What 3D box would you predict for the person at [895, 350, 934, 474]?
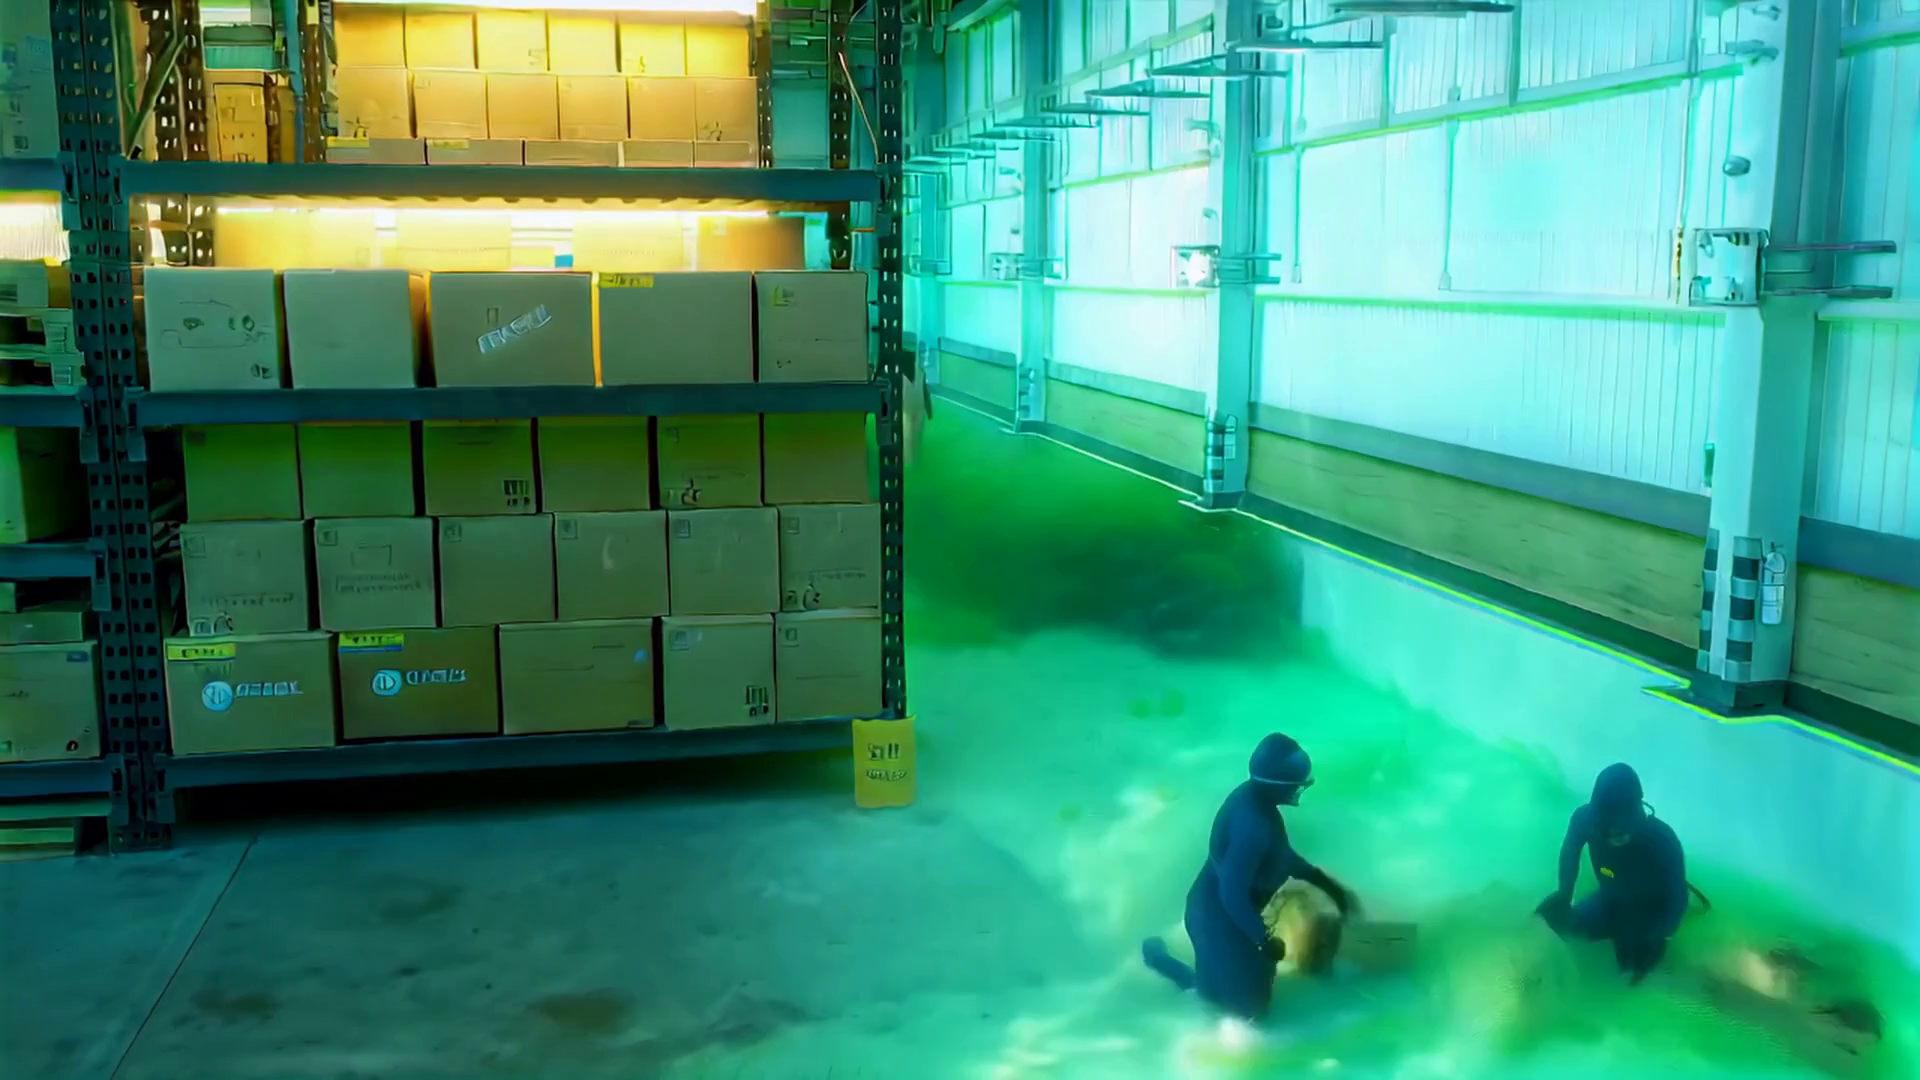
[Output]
[{"bbox_3d":[-0.691,-1.884,24.528,0.643,1.807,0.851,-5,10,-27],"label":"person"}]
